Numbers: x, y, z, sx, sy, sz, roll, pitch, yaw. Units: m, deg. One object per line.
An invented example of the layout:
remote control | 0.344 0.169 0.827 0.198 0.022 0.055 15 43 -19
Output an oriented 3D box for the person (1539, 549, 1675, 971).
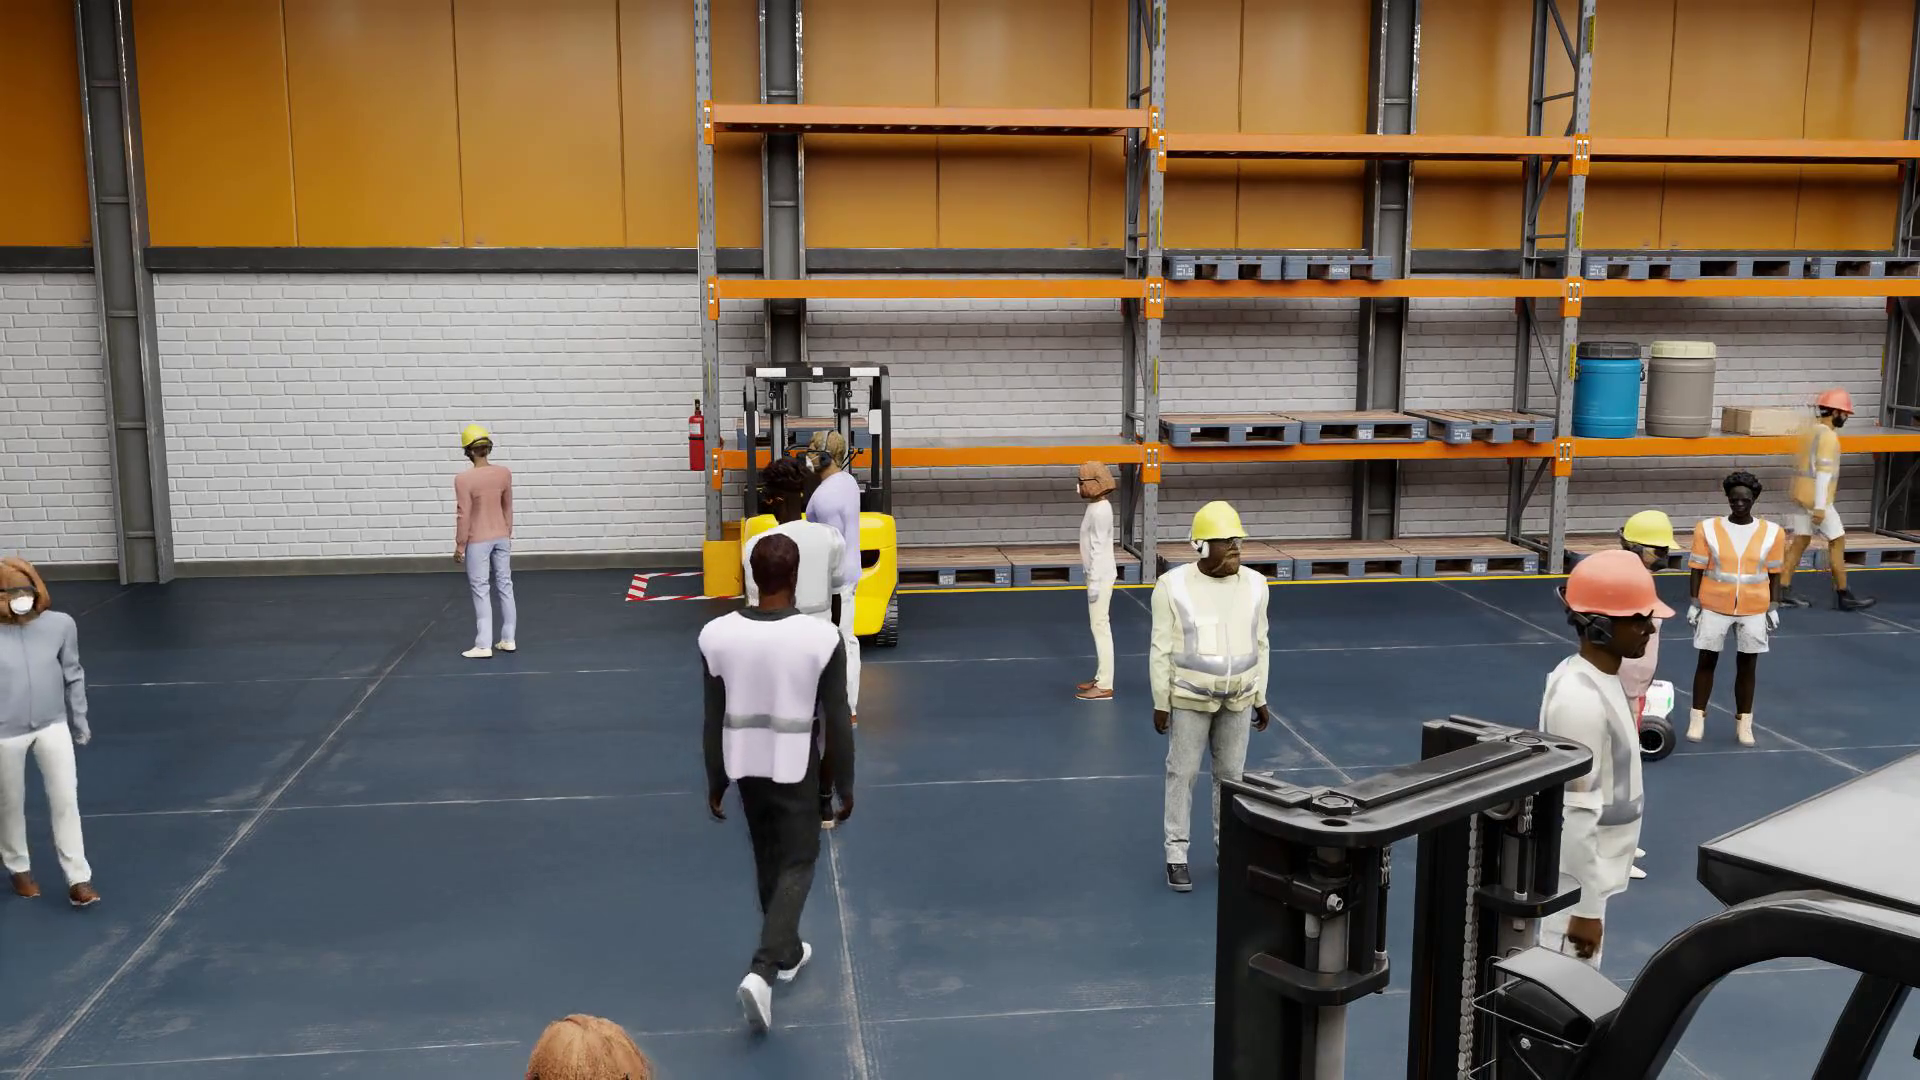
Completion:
person | 1.981 1.039 5.225 0.382 2.045 0.605 4 10 22

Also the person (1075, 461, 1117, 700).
person | 0.927 0.272 11.324 0.280 1.624 0.493 0 9 1

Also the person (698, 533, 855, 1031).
person | -0.723 0.915 6.499 0.601 1.890 0.877 2 9 14

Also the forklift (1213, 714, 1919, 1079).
forklift | 1.441 1.425 2.350 1.214 2.155 2.313 -7 12 -39

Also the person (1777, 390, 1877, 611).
person | 7.468 -0.332 14.251 0.908 1.890 0.567 1 9 8

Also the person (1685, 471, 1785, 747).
person | 4.727 0.420 10.168 0.540 1.695 0.317 3 10 19

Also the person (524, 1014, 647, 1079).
person | -0.633 1.611 2.946 0.524 1.621 0.342 -6 11 -34

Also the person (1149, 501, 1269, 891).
person | 1.183 0.728 7.812 0.597 1.836 0.404 -2 9 -13

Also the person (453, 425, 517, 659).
person | -3.587 0.014 12.514 0.328 1.760 0.524 6 11 34

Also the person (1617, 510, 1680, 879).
person | 3.250 0.729 8.031 0.327 1.765 0.531 4 10 22

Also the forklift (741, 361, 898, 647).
forklift | -1.154 -0.340 13.365 1.214 2.155 2.313 -1 9 -7

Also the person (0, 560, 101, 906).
person | -4.190 0.885 7.519 0.781 1.600 0.536 9 13 44

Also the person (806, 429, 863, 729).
person | -0.796 0.278 10.307 0.373 1.940 0.629 1 9 8

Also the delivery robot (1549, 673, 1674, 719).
delivery robot | 3.934 0.957 10.081 0.707 0.478 0.477 3 10 20

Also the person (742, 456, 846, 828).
person | -0.858 0.550 8.519 0.605 1.966 0.367 -8 12 -42
